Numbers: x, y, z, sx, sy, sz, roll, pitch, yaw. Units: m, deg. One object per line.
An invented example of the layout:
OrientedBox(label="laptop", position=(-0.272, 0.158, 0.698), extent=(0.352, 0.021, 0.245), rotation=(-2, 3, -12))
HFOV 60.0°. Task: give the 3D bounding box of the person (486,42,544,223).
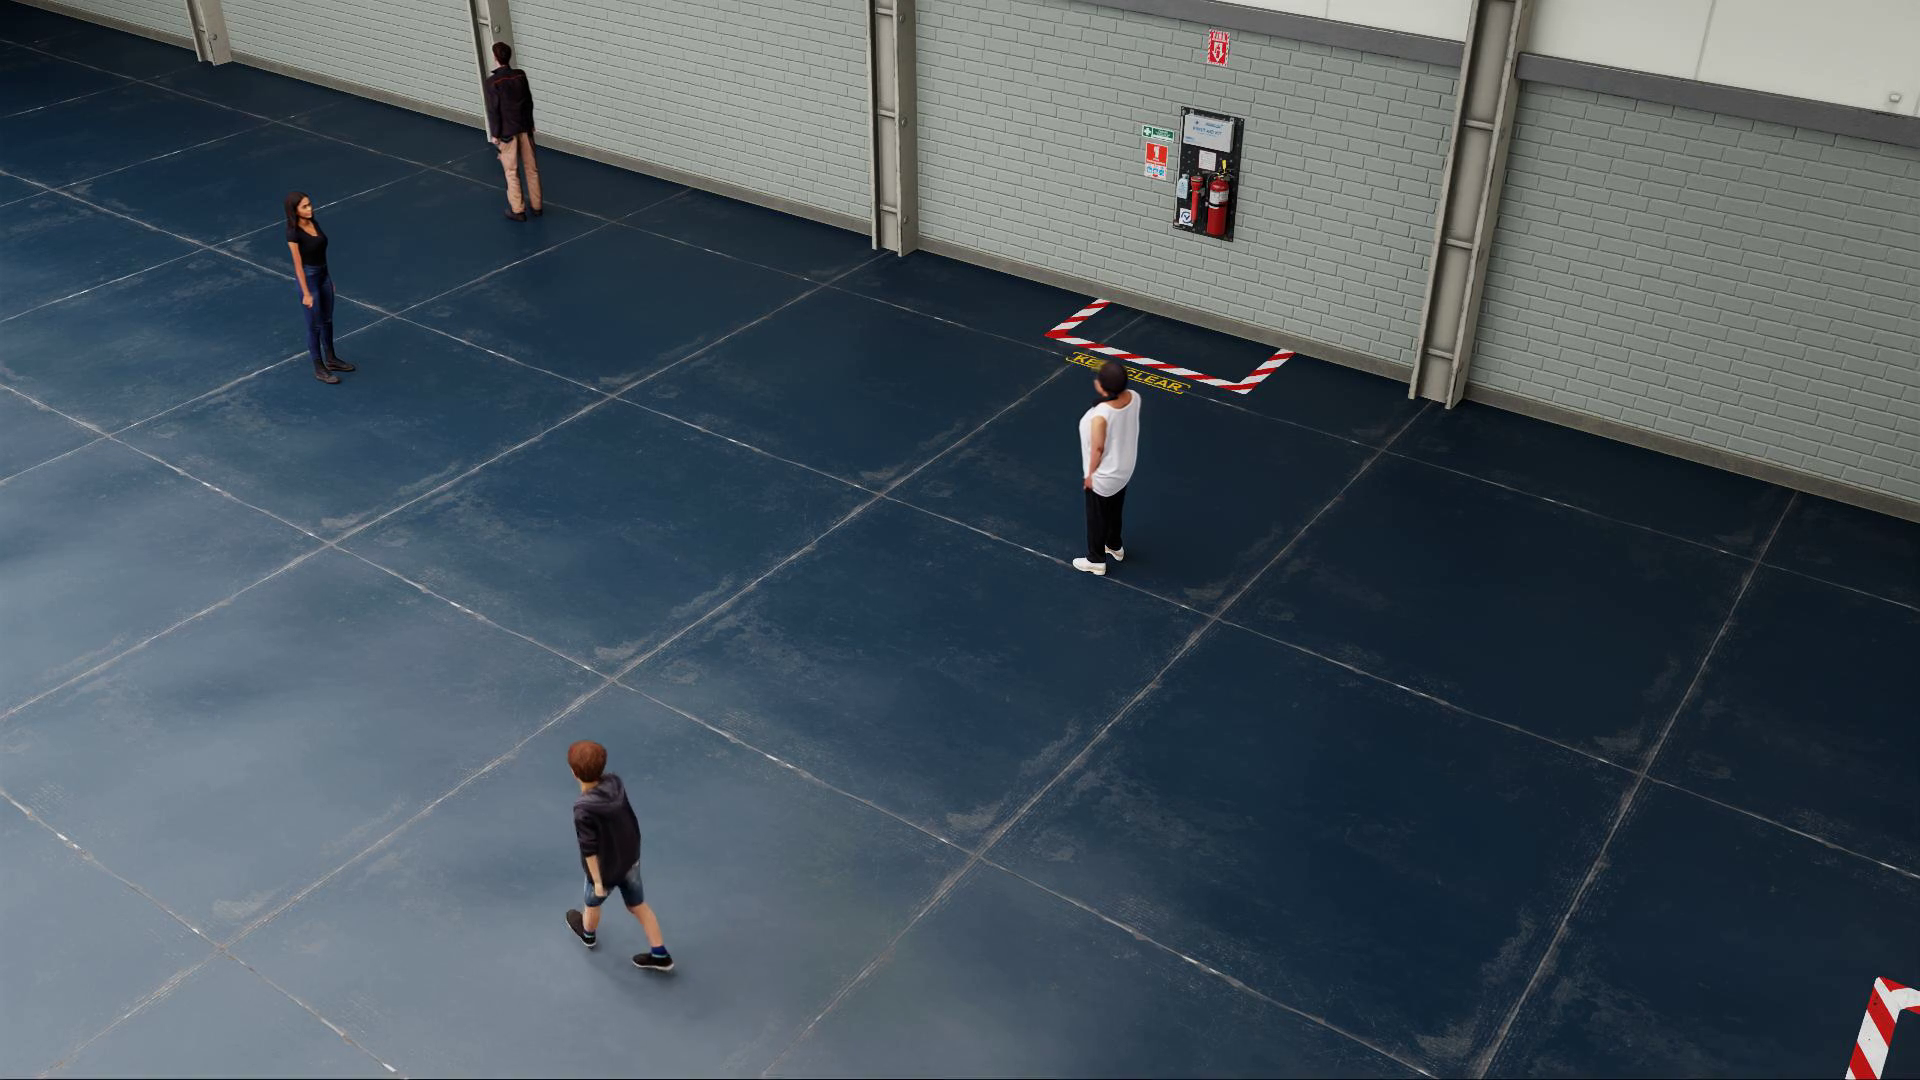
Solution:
OrientedBox(label="person", position=(-4.812, -4.400, 17.928), extent=(0.736, 1.925, 0.667), rotation=(-27, 41, -36))

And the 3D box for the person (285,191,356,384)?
OrientedBox(label="person", position=(-5.708, -2.254, 14.700), extent=(0.644, 1.738, 0.647), rotation=(7, 33, 11))

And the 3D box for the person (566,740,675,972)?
OrientedBox(label="person", position=(-1.781, 1.717, 8.715), extent=(0.939, 1.408, 0.586), rotation=(15, 35, 22))

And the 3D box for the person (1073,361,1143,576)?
OrientedBox(label="person", position=(1.053, -0.543, 12.041), extent=(0.623, 1.683, 0.669), rotation=(25, 40, 34))
